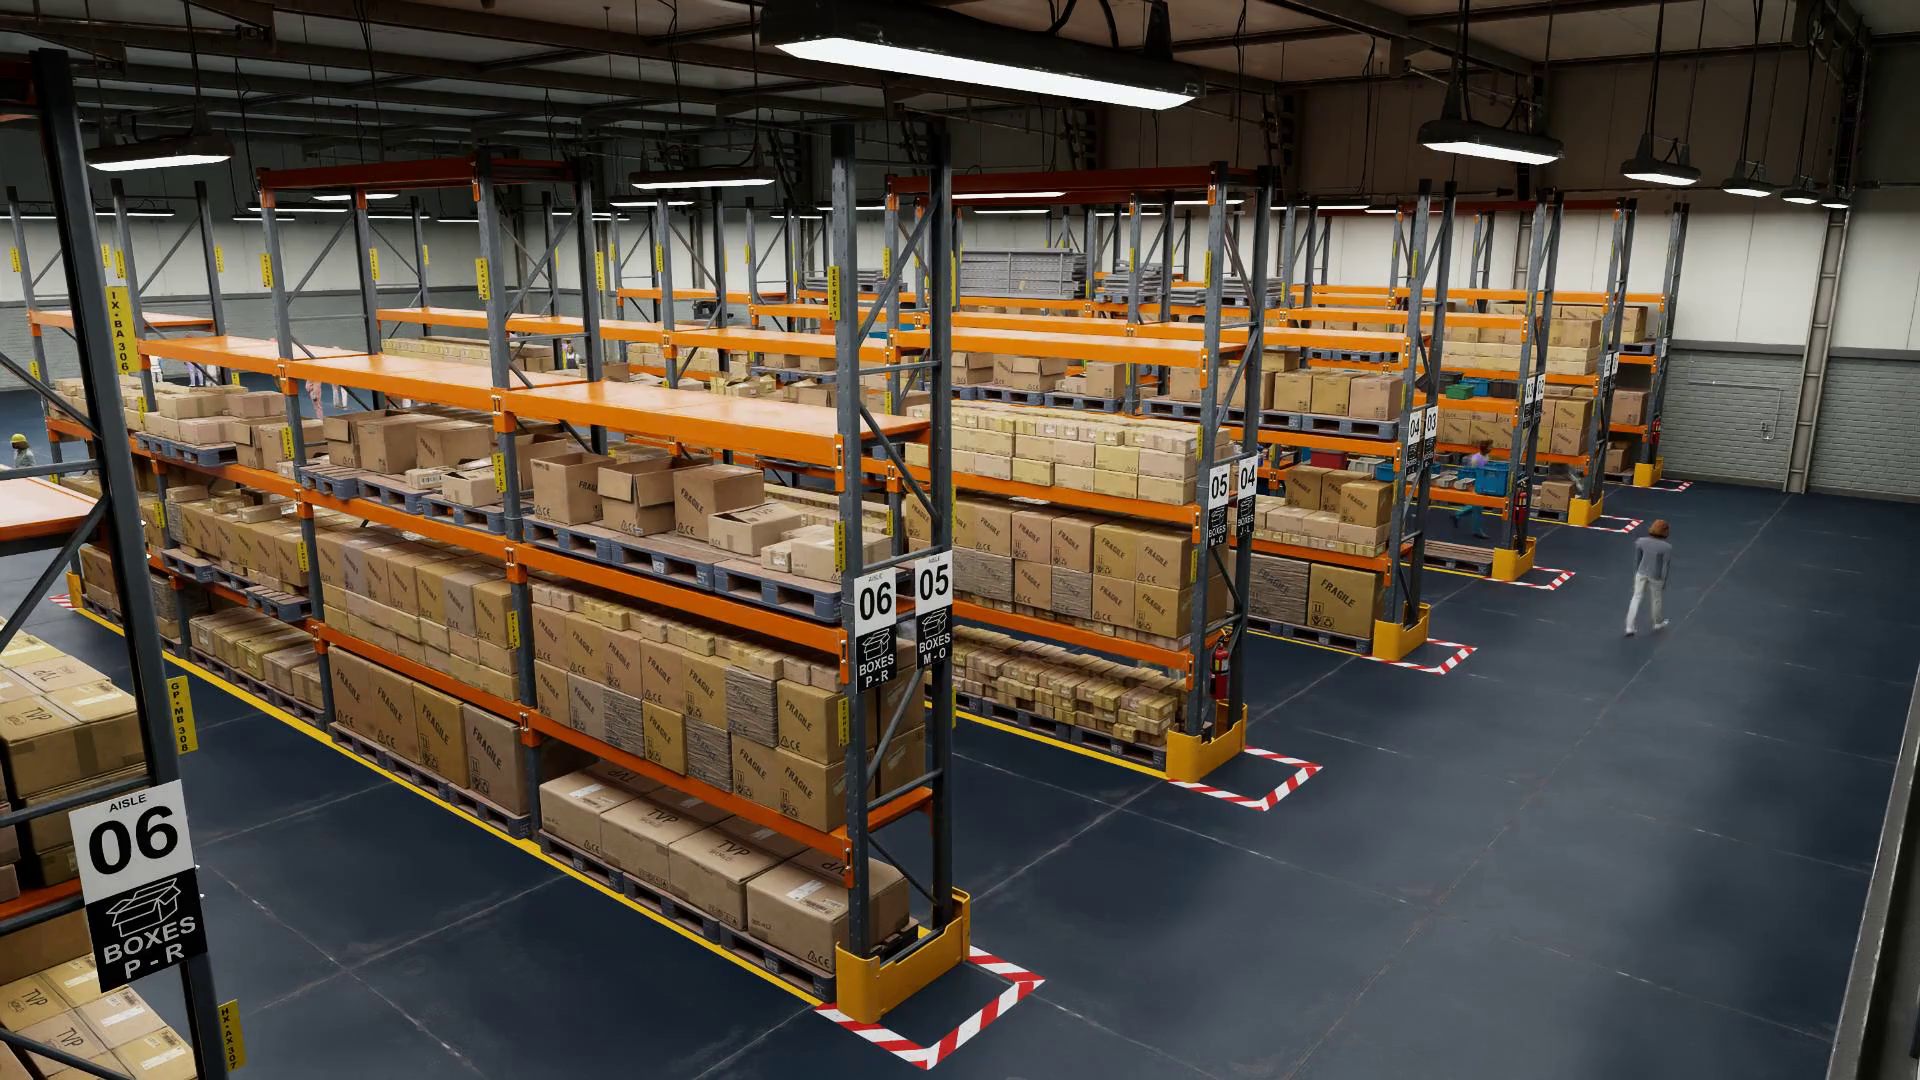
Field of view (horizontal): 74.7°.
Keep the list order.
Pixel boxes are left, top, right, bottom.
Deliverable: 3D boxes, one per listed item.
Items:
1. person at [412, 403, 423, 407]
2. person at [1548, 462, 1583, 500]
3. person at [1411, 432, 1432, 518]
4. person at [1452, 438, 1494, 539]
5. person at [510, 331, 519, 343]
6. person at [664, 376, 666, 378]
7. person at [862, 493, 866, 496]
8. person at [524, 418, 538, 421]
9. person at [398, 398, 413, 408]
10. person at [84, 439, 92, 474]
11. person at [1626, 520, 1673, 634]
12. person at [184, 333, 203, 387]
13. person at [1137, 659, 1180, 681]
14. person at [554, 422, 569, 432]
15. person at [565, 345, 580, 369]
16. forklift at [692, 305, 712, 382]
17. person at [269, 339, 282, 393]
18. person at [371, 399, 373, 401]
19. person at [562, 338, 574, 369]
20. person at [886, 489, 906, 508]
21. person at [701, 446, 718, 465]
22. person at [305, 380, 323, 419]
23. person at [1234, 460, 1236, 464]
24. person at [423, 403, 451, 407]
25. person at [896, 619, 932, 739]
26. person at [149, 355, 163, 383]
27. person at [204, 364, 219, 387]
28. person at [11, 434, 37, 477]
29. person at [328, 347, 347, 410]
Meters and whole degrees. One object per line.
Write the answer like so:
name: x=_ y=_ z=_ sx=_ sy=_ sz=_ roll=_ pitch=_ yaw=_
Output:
person: x=-15.366 y=-4.103 z=35.599 sx=0.608 sy=1.877 sz=0.858 roll=3 pitch=14 yaw=13
person: x=12.304 y=-1.682 z=25.573 sx=0.630 sy=1.914 sz=0.907 roll=-9 pitch=16 yaw=-33
person: x=8.885 y=-1.239 z=24.198 sx=0.370 sy=1.682 sz=0.555 roll=7 pitch=15 yaw=26
person: x=9.325 y=-0.965 z=22.822 sx=0.685 sy=1.818 sz=0.564 roll=12 pitch=18 yaw=41
person: x=-17.574 y=-7.490 z=49.604 sx=0.429 sy=1.841 sz=0.633 roll=3 pitch=14 yaw=12
person: x=-9.429 y=-5.114 z=39.865 sx=0.403 sy=1.825 sz=0.594 roll=-8 pitch=16 yaw=-29
person: x=-2.177 y=-1.826 z=26.112 sx=0.370 sy=1.934 sz=0.627 roll=9 pitch=16 yaw=32
person: x=-9.384 y=-2.094 z=27.502 sx=1.010 sy=1.796 sz=0.552 roll=11 pitch=17 yaw=37
person: x=-15.479 y=-3.920 z=34.891 sx=0.664 sy=1.855 sz=0.996 roll=-8 pitch=16 yaw=-29
person: x=-19.396 y=-2.295 z=28.232 sx=0.624 sy=1.845 sz=0.430 roll=4 pitch=14 yaw=16
person: x=9.475 y=0.497 z=17.266 sx=0.854 sy=1.583 sz=0.514 roll=-9 pitch=16 yaw=-34
person: x=-27.602 y=-6.475 z=45.291 sx=0.409 sy=1.907 sz=0.650 roll=9 pitch=16 yaw=32
person: x=2.287 y=0.942 z=14.886 sx=0.854 sy=1.854 sz=0.594 roll=10 pitch=17 yaw=35
person: x=-8.933 y=-2.366 z=28.204 sx=0.379 sy=1.996 sz=0.611 roll=7 pitch=15 yaw=26
person: x=-12.801 y=-5.527 z=41.547 sx=0.519 sy=1.829 sz=0.388 roll=-1 pitch=14 yaw=-6
forklift: x=-9.511 y=-7.392 z=47.124 sx=1.873 sy=2.768 sz=1.129 roll=11 pitch=17 yaw=38
person: x=-23.411 y=-5.931 z=43.076 sx=0.568 sy=1.886 sz=0.998 roll=-6 pitch=15 yaw=-23
person: x=-18.900 y=-5.304 z=41.146 sx=0.892 sy=1.584 sz=0.512 roll=2 pitch=14 yaw=6
person: x=-13.848 y=-6.337 z=44.700 sx=0.513 sy=1.919 sz=0.553 roll=10 pitch=17 yaw=35
person: x=-0.951 y=0.036 z=18.516 sx=0.590 sy=1.901 sz=0.736 roll=-12 pitch=18 yaw=-39
person: x=-4.594 y=-0.928 z=23.128 sx=0.833 sy=1.592 sz=0.530 roll=12 pitch=18 yaw=42
person: x=-18.231 y=-4.109 z=35.557 sx=0.409 sy=1.906 sz=0.651 roll=-7 pitch=15 yaw=-26
person: x=4.565 y=-0.889 z=22.219 sx=0.614 sy=1.950 sz=0.375 roll=-5 pitch=15 yaw=-22
person: x=-12.382 y=-2.751 z=29.973 sx=0.652 sy=1.906 sz=0.403 roll=-11 pitch=18 yaw=-39
person: x=-0.610 y=1.220 z=13.881 sx=0.879 sy=1.802 sz=0.598 roll=11 pitch=17 yaw=38
person: x=-27.213 y=-5.678 z=42.559 sx=0.307 sy=1.645 sz=0.520 roll=12 pitch=18 yaw=40
person: x=-24.223 y=-5.321 z=40.718 sx=0.529 sy=1.821 sz=0.559 roll=5 pitch=15 yaw=21
person: x=-17.536 y=-1.130 z=23.644 sx=0.483 sy=1.745 sz=0.304 roll=6 pitch=15 yaw=23
person: x=-19.467 y=-5.068 z=39.437 sx=0.653 sy=1.936 sz=1.047 roll=-9 pitch=16 yaw=-32
